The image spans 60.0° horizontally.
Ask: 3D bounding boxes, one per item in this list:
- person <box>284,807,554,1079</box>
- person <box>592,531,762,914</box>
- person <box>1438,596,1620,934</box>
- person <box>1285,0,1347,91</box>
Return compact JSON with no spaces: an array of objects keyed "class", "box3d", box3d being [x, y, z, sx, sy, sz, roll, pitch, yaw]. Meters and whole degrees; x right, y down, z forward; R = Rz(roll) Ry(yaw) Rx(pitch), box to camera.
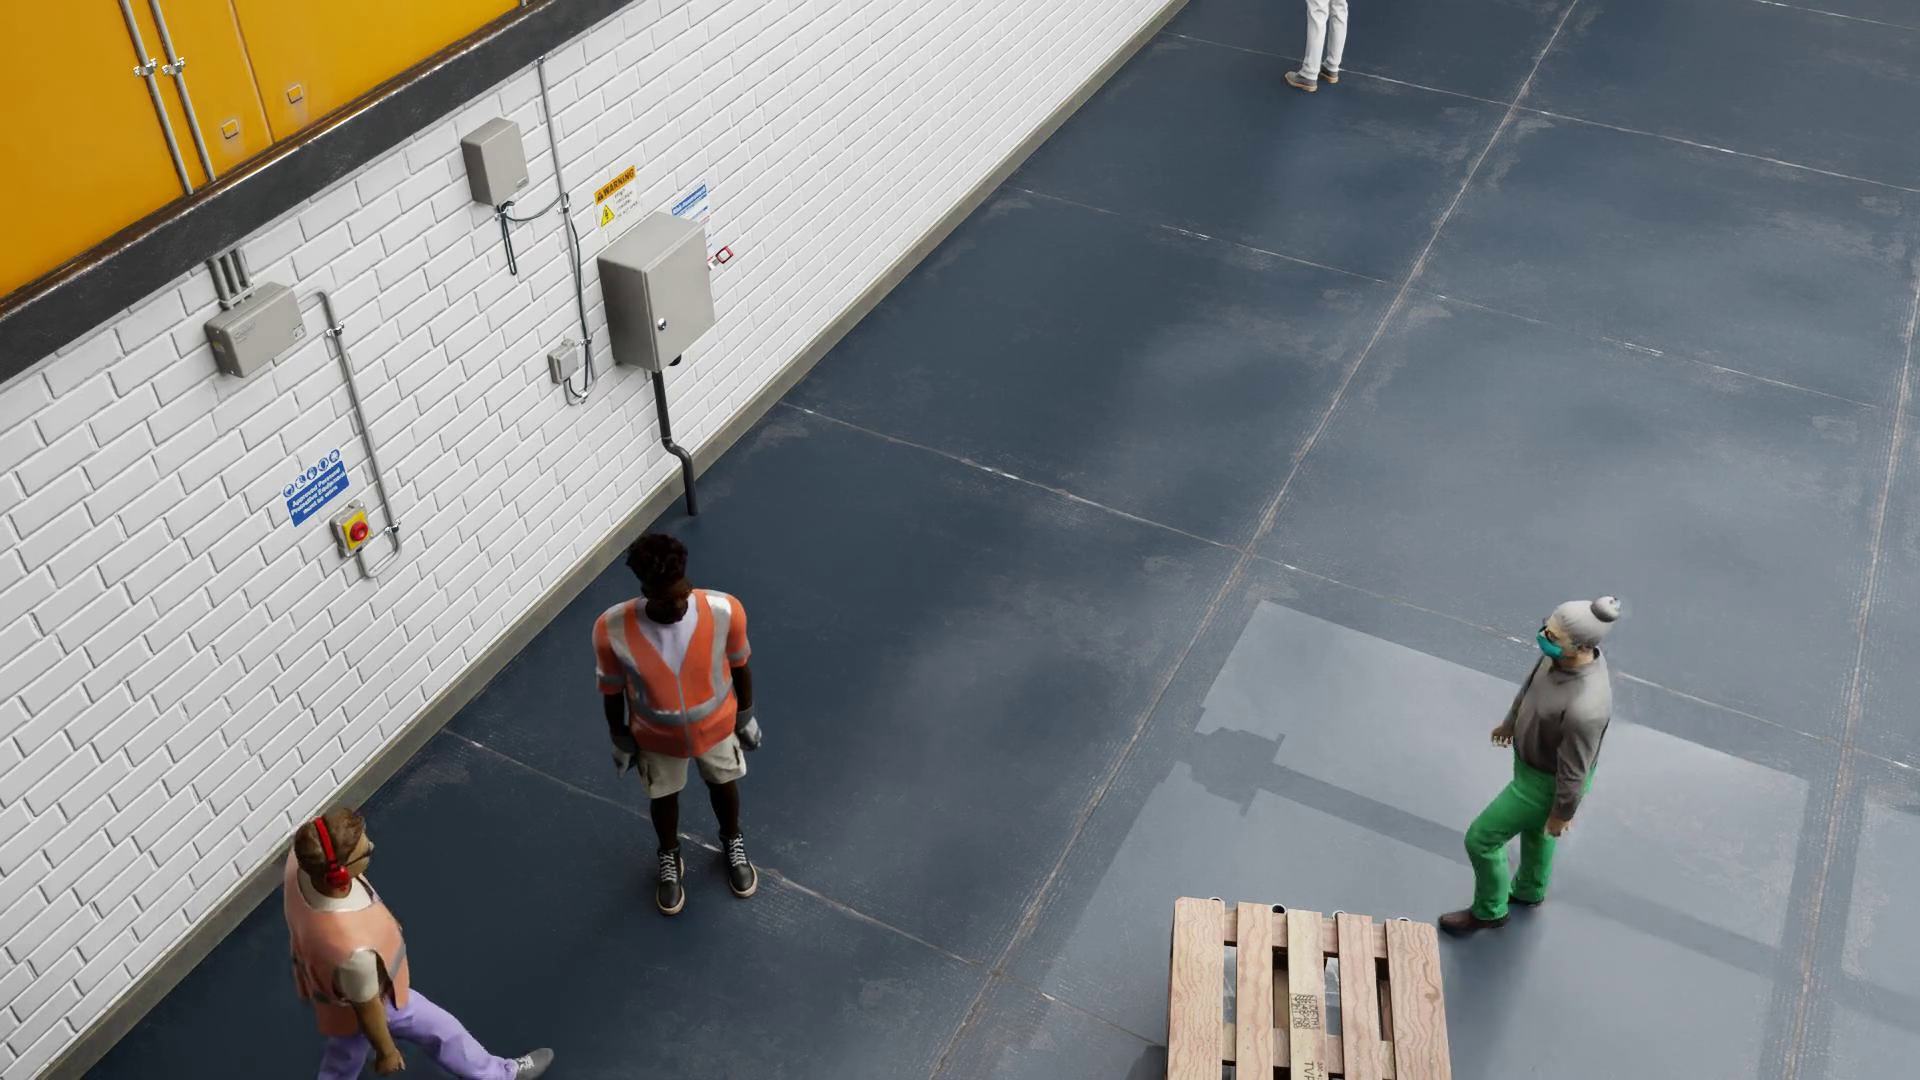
[{"class":"person","box3d":[-2.065,1.568,5.850,0.958,1.797,0.588,-29,48,-29]},{"class":"person","box3d":[-1.108,0.744,6.676,0.612,1.965,0.361,-10,42,-12]},{"class":"person","box3d":[2.260,0.882,6.623,0.587,1.822,0.533,9,42,10]},{"class":"person","box3d":[2.814,-4.360,12.657,0.573,1.885,0.356,-24,46,-26]}]
